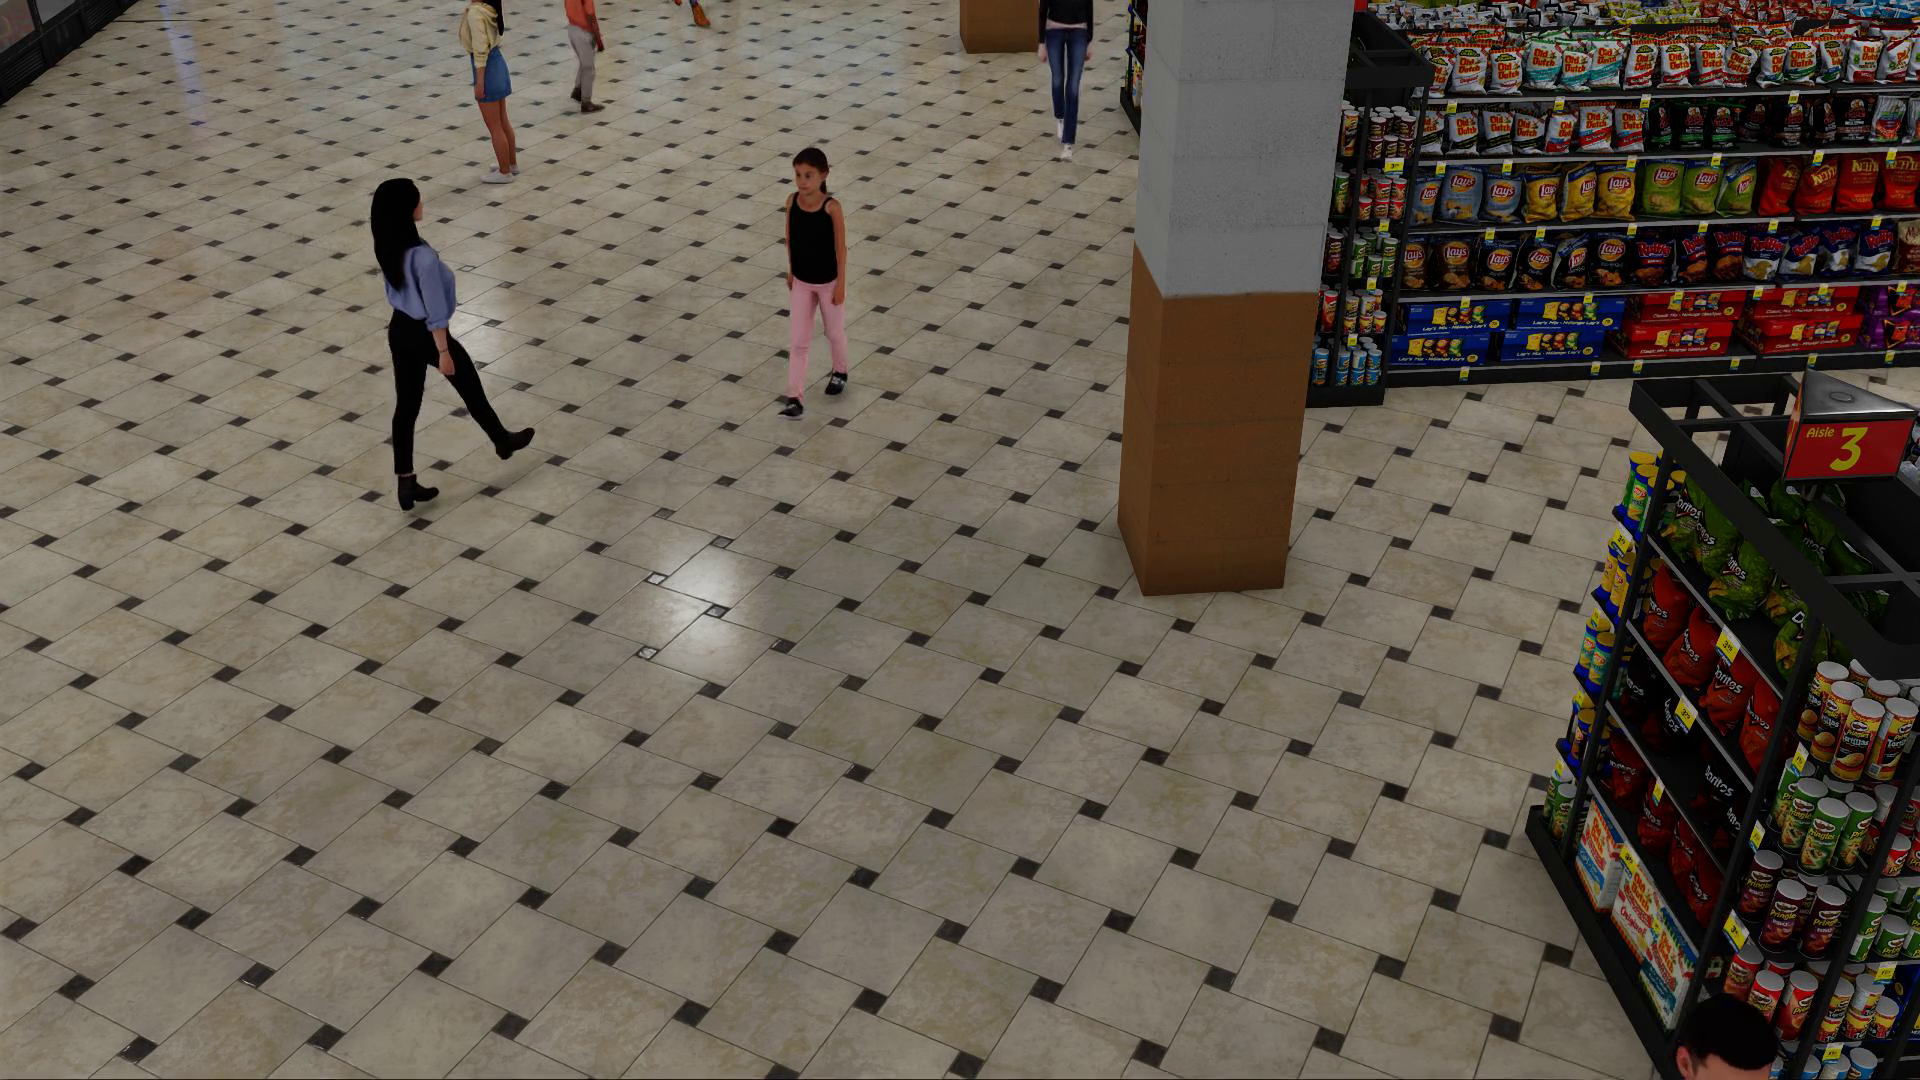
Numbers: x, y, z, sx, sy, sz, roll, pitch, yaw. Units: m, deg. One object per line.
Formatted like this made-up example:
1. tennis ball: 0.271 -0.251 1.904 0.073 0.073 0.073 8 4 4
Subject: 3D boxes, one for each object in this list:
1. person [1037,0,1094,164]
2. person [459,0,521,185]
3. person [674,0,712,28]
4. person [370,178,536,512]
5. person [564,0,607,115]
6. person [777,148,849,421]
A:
1. person: 0.825 -3.915 13.133 1.204 1.726 0.752 1 32 1
2. person: -3.570 -3.534 12.612 0.597 1.631 0.673 2 32 3
3. person: -2.754 -6.044 16.586 1.046 1.695 1.046 -25 40 -34
4. person: -2.770 -0.934 8.364 1.126 1.703 1.154 21 37 30
5. person: -3.255 -4.265 14.099 0.662 1.302 0.608 -27 41 -36
6. person: -0.771 -1.458 9.379 1.009 1.521 0.854 9 33 14
